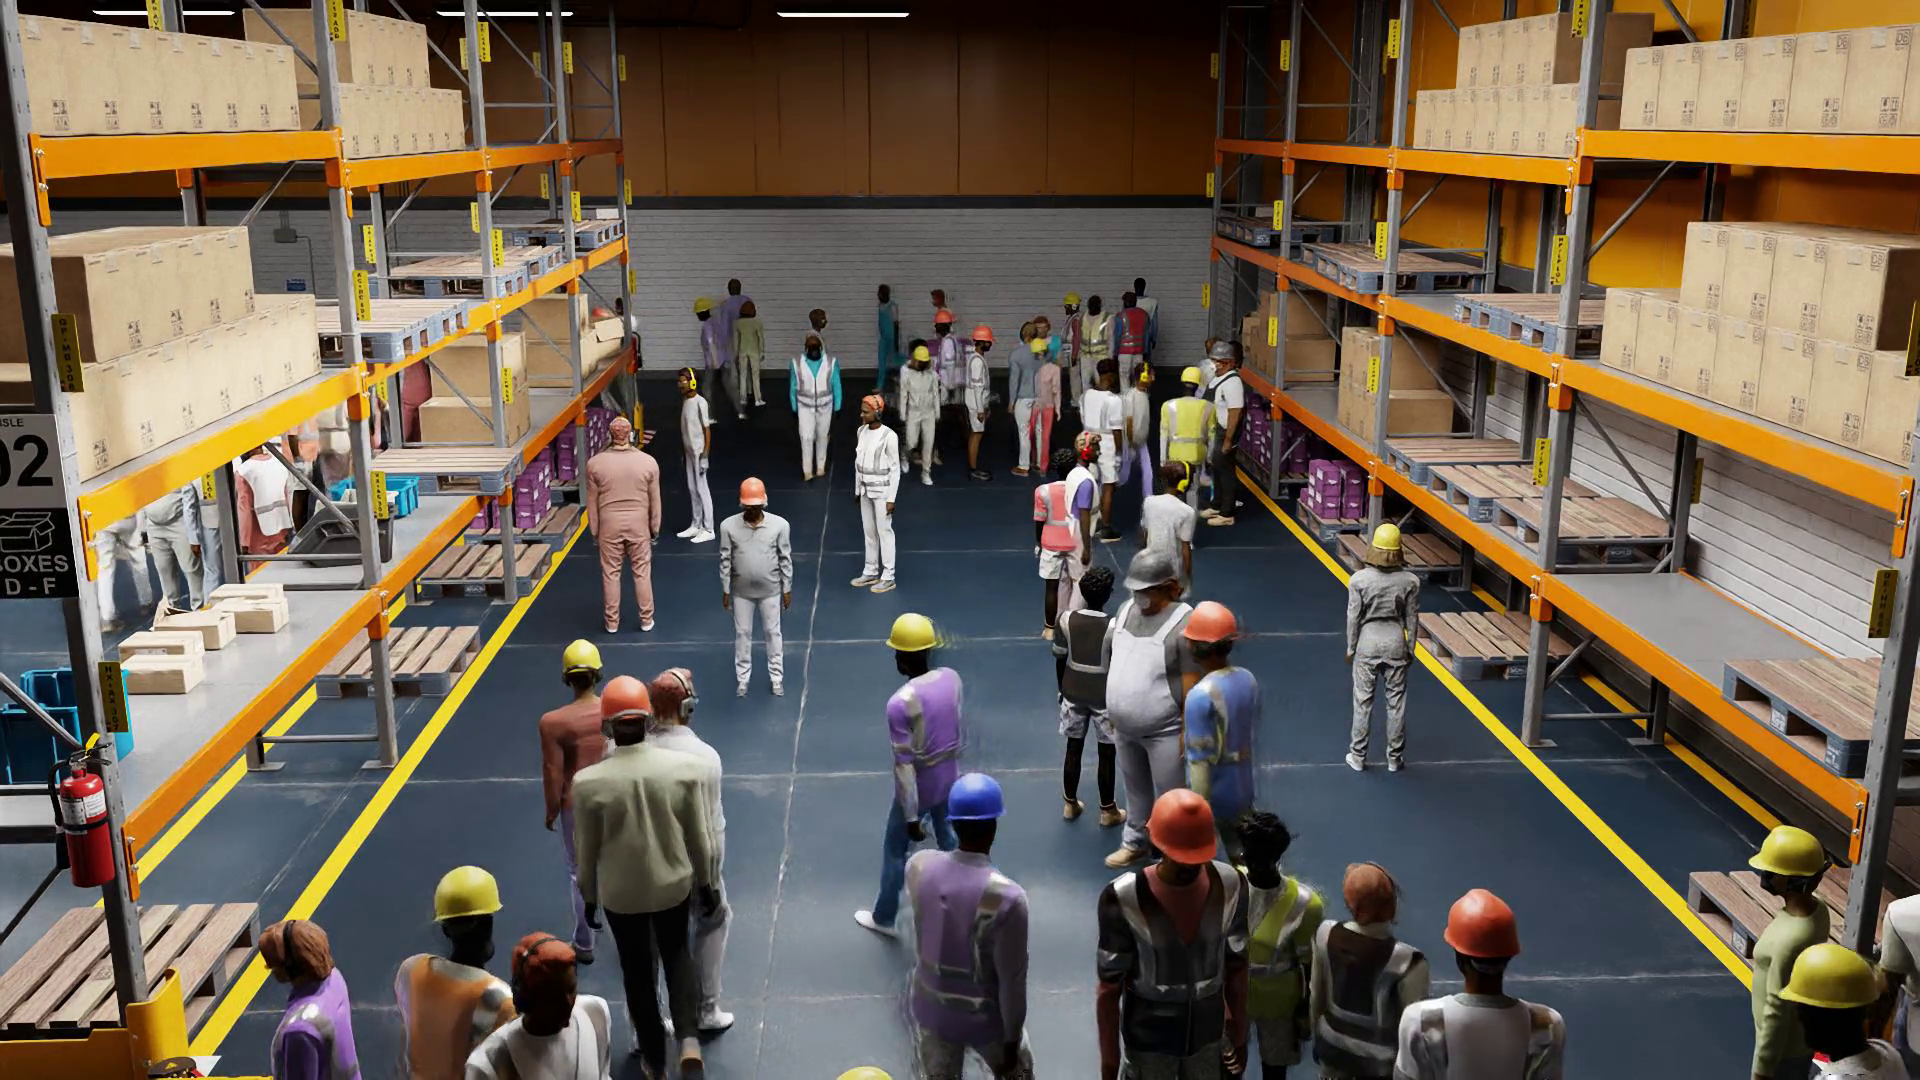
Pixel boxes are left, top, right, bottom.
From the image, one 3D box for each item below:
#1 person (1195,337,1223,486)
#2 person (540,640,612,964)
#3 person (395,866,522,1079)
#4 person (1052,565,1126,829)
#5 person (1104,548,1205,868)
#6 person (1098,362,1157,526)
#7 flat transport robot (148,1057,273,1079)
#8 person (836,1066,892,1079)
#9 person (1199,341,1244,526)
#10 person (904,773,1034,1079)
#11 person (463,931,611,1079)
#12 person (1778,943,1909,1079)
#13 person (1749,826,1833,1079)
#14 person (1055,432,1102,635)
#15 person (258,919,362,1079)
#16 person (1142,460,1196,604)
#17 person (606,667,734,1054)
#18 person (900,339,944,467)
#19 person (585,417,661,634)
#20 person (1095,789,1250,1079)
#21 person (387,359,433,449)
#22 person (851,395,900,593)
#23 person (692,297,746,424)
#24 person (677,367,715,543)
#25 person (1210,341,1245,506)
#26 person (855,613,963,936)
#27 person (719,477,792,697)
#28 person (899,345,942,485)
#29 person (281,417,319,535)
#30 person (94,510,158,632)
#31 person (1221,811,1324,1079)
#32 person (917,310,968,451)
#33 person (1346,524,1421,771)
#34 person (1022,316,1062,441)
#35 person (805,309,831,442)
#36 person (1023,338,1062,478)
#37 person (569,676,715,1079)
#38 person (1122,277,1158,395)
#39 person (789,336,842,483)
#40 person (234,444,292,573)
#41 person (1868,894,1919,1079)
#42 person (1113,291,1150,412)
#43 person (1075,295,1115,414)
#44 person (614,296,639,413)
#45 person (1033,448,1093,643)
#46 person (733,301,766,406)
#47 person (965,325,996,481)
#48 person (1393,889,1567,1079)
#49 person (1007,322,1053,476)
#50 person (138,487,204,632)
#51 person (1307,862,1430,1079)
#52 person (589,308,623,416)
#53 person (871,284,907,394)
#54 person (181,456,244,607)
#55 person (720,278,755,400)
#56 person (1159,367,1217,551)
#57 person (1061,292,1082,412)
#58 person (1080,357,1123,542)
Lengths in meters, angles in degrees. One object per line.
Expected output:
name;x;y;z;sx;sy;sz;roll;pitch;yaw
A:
person;3.033;-1.562;20.274;0.351;1.834;0.518;-1;14;-2
person;-1.954;1.387;8.838;0.523;1.762;0.328;-7;16;-26
person;-1.763;2.084;5.863;0.590;1.880;0.881;6;16;23
person;0.848;0.989;10.524;0.542;1.695;0.316;8;16;28
person;1.101;1.015;9.734;0.535;2.000;0.686;-12;18;-38
person;1.873;-1.064;18.345;0.884;1.828;0.520;12;19;40
flat transport robot;-3.321;2.625;6.944;0.652;0.197;1.431;0;14;-1
person;-0.297;2.377;5.005;0.320;1.737;0.487;-1;14;-5
person;2.851;-1.182;18.359;0.536;2.000;0.683;-1;14;-4
person;0.097;1.847;6.746;0.600;1.904;0.789;9;17;33
person;-1.351;2.170;5.516;0.346;1.883;0.586;10;18;35
person;2.749;2.212;5.320;0.625;1.894;0.467;-12;18;-38
person;3.231;1.962;6.588;0.339;1.761;0.529;11;18;37
person;0.999;-0.018;14.200;0.393;1.833;0.564;-3;15;-12
person;-2.342;2.146;6.115;0.319;1.631;0.519;-2;14;-8
person;1.594;0.270;13.125;0.560;1.820;0.926;12;19;40
person;-1.373;1.537;8.006;0.662;1.887;0.613;6;15;22
person;-0.482;-1.748;21.329;0.563;1.659;0.636;-6;15;-22
person;-2.926;-0.124;14.504;0.636;1.900;0.400;-4;15;-16
person;0.818;1.889;6.338;0.611;2.030;0.410;-4;15;-14
person;-6.704;-1.692;20.359;0.536;2.000;0.688;5;15;19
person;-0.806;-0.443;15.771;0.343;1.882;0.585;-12;18;-39
person;-3.514;-2.613;24.329;0.717;1.882;0.646;2;14;8
person;-2.813;-0.905;17.612;0.319;1.870;0.521;-10;17;-33
person;3.093;-1.356;19.287;0.375;1.916;0.598;-1;14;-5
person;-0.149;1.312;8.887;0.950;1.889;0.591;13;19;40
person;-1.580;0.364;12.880;0.566;1.744;0.350;-1;14;-2
person;-0.499;-1.552;20.444;0.501;1.715;0.544;-5;15;-19
person;-6.843;-0.872;17.306;0.377;1.958;0.600;-3;15;-11
person;-7.451;-0.139;14.693;0.580;1.841;0.980;-2;14;-9
person;1.246;1.910;6.940;0.546;1.687;0.355;7;16;26
person;-0.260;-2.137;22.383;0.860;1.904;0.555;2;14;8
person;2.887;0.739;11.411;0.487;1.744;0.294;1;14;6
person;1.104;-2.157;22.623;0.575;1.820;0.499;-2;14;-9
person;-1.978;-2.281;23.061;0.343;1.847;0.507;0;14;1
person;1.012;-1.650;20.783;0.561;1.750;0.357;3;15;12
person;-1.446;1.588;7.619;0.627;1.968;0.518;-6;15;-21
person;2.875;-3.245;26.695;0.592;1.922;0.392;-2;14;-6
person;-1.778;-1.623;20.575;0.635;1.794;0.938;-2;14;-8
person;-5.937;-0.064;14.247;0.397;1.908;0.599;3;15;13
person;3.811;1.960;6.438;0.559;1.836;0.394;2;14;9
person;2.595;-2.874;25.419;0.642;1.835;0.429;-8;16;-27
person;2.004;-2.776;25.075;0.663;1.816;0.478;7;16;25
person;-4.945;-2.704;24.727;0.347;1.852;0.683;2;14;7
person;0.889;0.051;14.204;0.533;1.697;0.319;0;14;1
person;-3.285;-2.904;25.933;0.499;1.632;0.285;4;15;14
person;0.253;-1.688;20.568;0.388;1.931;0.543;-1;14;-3
person;1.739;2.109;5.678;0.552;1.928;0.387;2;14;9
person;0.867;-1.765;20.851;0.627;1.940;0.375;-8;16;-29
person;-6.853;-0.114;14.439;0.653;1.904;0.405;3;15;13
person;1.612;2.071;6.479;0.393;1.602;0.674;-12;19;-40
person;-5.189;-2.494;24.109;0.390;1.729;0.600;0;14;1
person;-1.079;-3.315;27.242;0.898;1.807;0.524;-13;19;-42
person;-6.410;-0.095;14.365;0.402;1.908;0.598;8;16;28
person;-3.535;-3.188;26.455;0.628;1.933;0.368;-13;19;-41
person;2.365;-0.881;17.470;0.599;1.891;0.872;0;14;-1
person;1.732;-2.868;25.414;0.403;1.825;0.593;0;14;-1
person;1.511;-0.963;17.672;0.384;1.957;0.612;-11;18;-38
